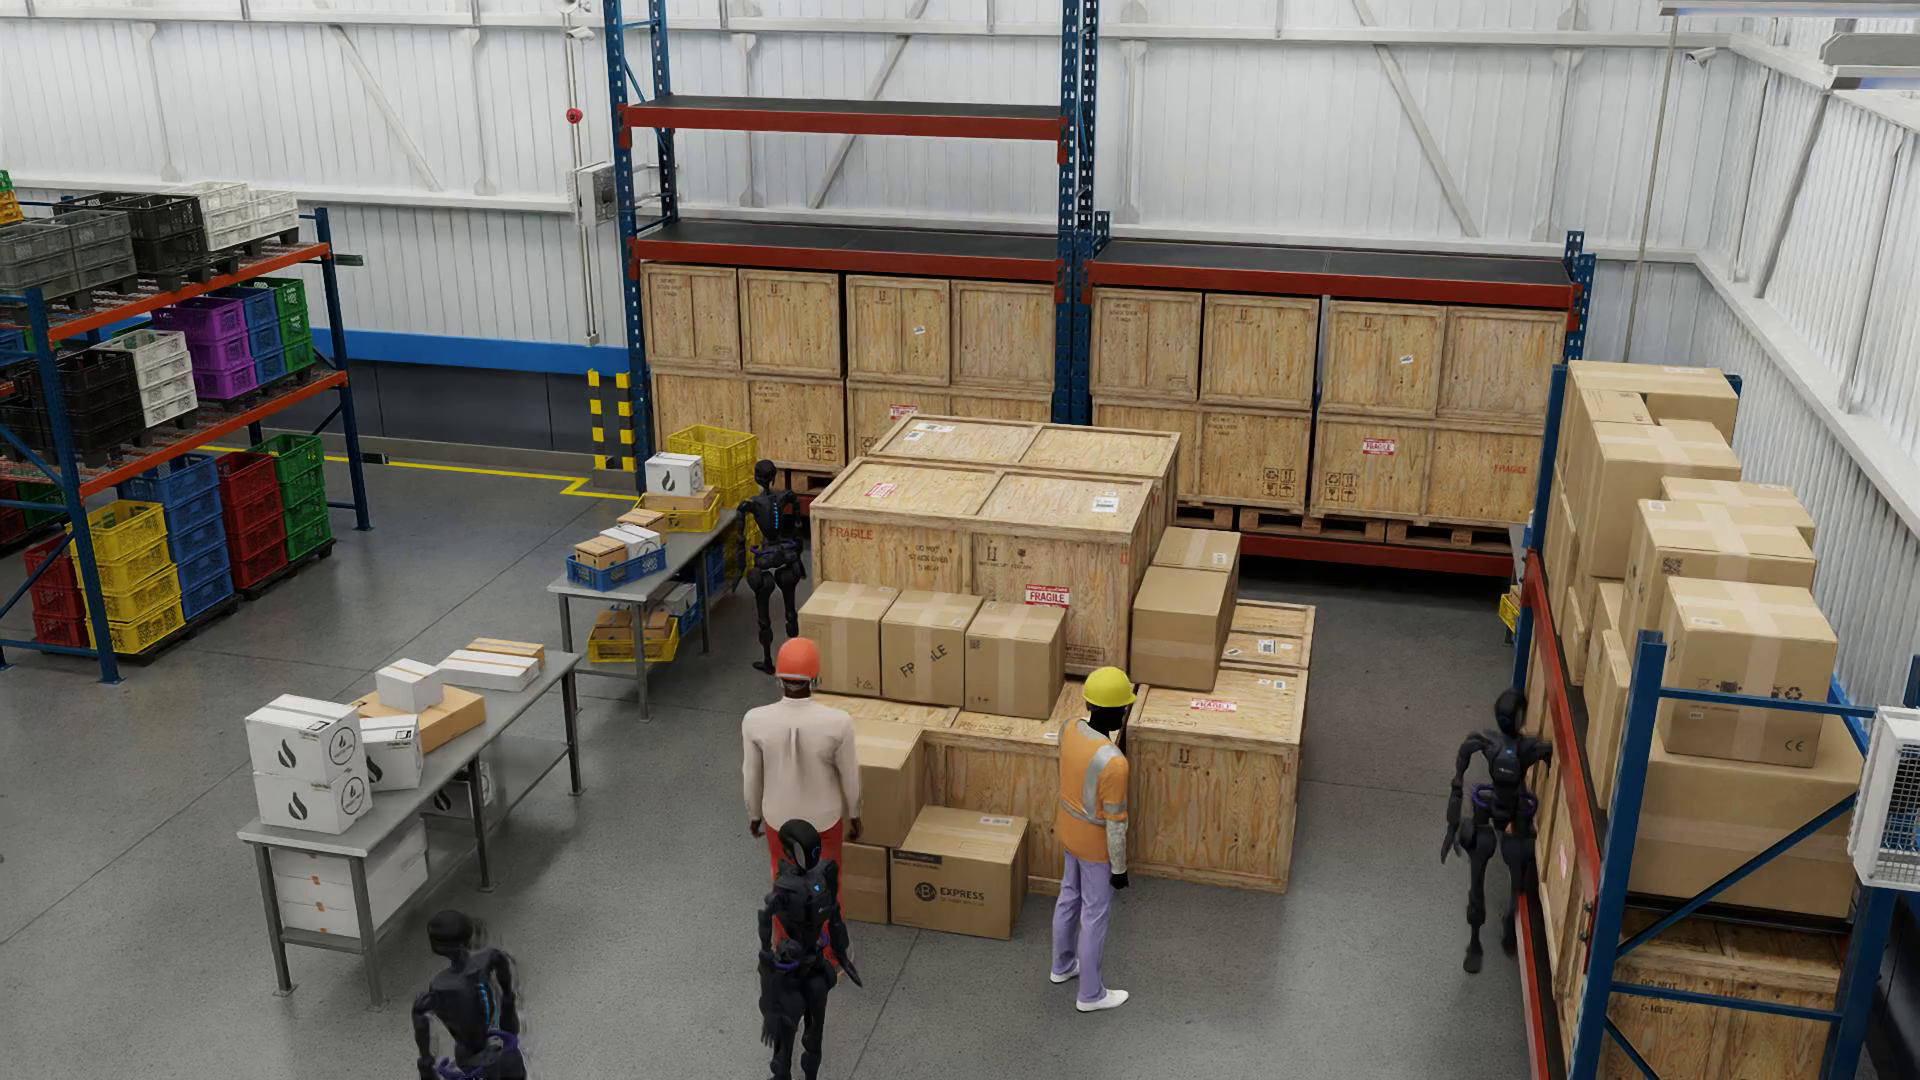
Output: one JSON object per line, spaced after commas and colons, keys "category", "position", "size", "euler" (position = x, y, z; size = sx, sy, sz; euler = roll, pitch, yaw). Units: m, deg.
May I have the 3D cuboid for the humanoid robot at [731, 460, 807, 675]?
{"category": "humanoid robot", "position": [-1.430, 0.188, 12.561], "size": [0.601, 1.657, 0.328], "euler": [-13, 24, -30]}

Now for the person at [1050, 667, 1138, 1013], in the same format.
{"category": "person", "position": [0.712, 1.548, 8.695], "size": [0.405, 1.918, 0.582], "euler": [-10, 23, -24]}

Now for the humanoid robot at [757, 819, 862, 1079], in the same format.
{"category": "humanoid robot", "position": [-0.721, 2.038, 7.720], "size": [0.332, 1.657, 0.599], "euler": [14, 25, 33]}

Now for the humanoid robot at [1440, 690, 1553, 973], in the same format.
{"category": "humanoid robot", "position": [2.928, 1.571, 8.959], "size": [0.593, 1.638, 0.437], "euler": [9, 23, 23]}

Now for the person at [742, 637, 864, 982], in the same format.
{"category": "person", "position": [-0.823, 1.447, 8.860], "size": [0.647, 1.991, 0.398], "euler": [1, 21, 2]}

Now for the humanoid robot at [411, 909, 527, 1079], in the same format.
{"category": "humanoid robot", "position": [-2.011, 2.313, 7.075], "size": [0.711, 1.628, 0.593], "euler": [13, 25, 31]}
